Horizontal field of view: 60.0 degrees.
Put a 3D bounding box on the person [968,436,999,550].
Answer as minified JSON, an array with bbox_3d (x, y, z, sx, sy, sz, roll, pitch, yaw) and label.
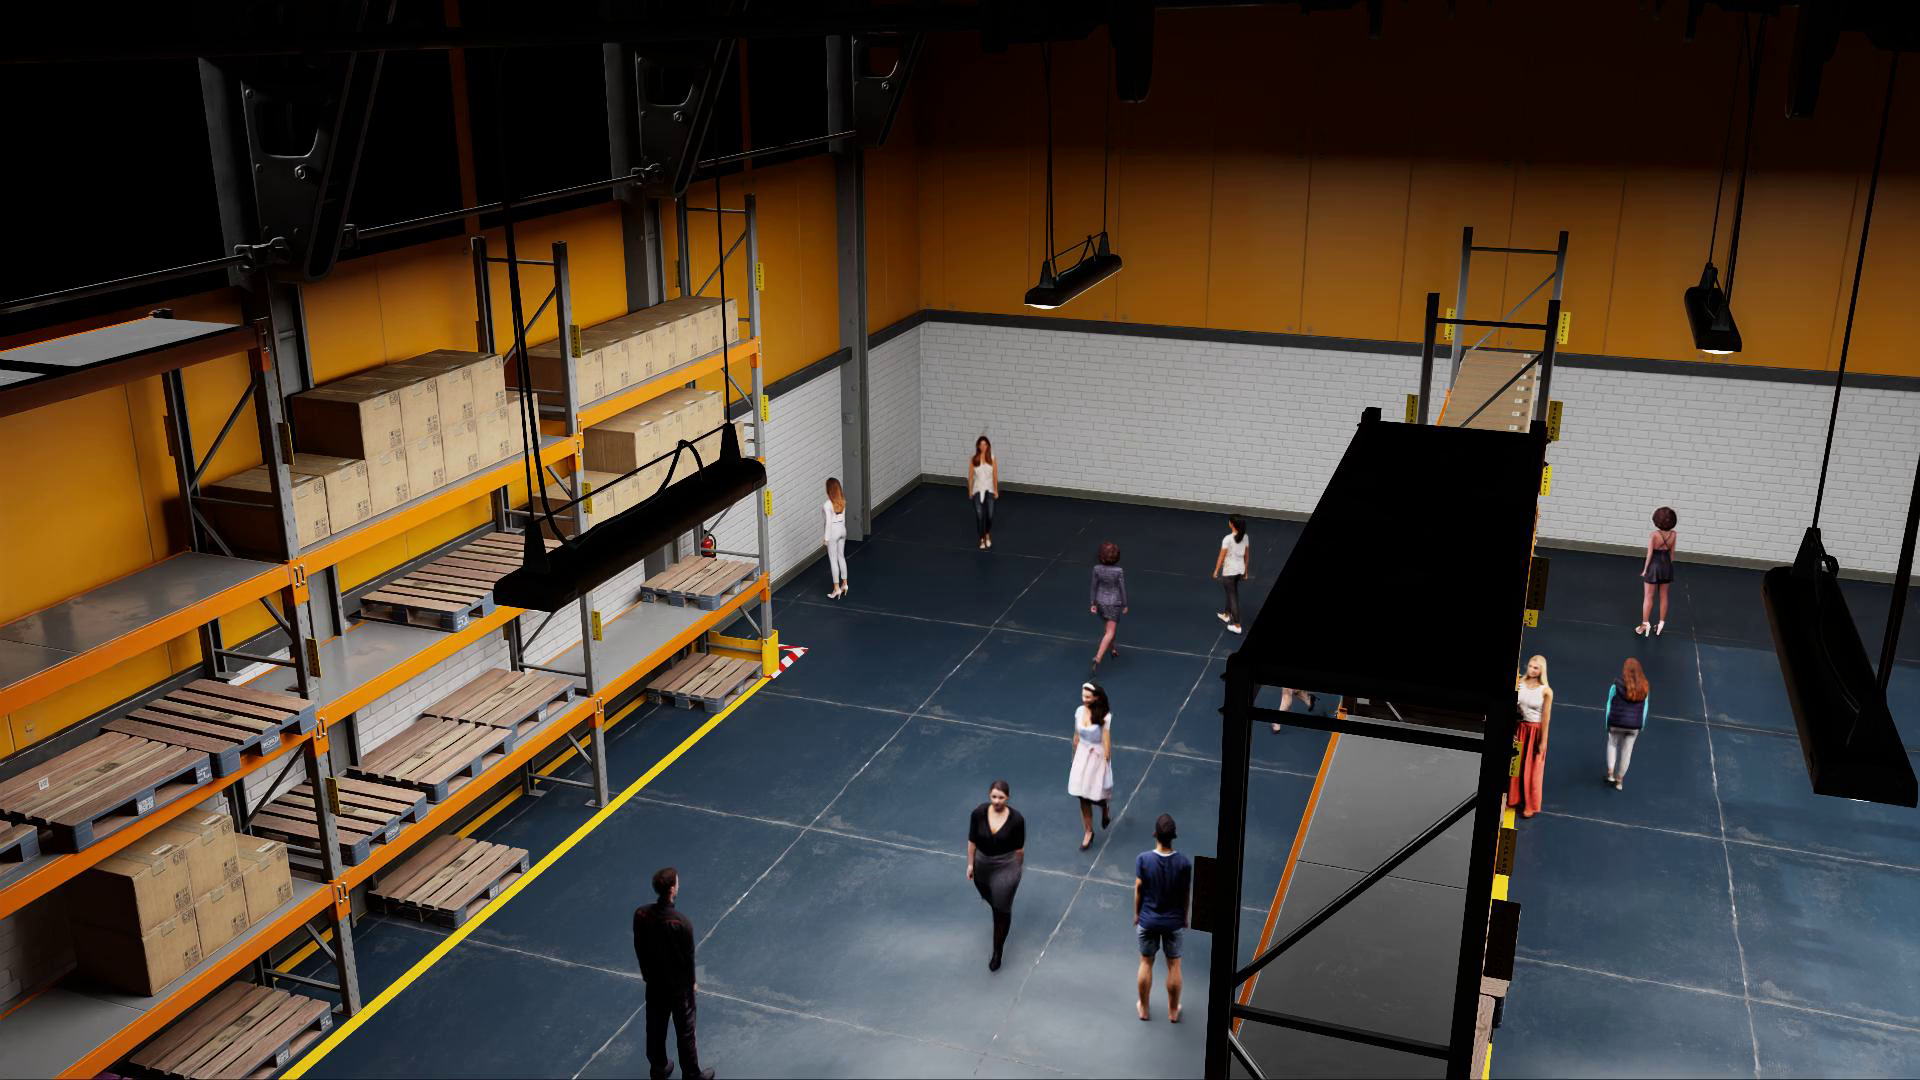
[{"bbox_3d":[0.366,-0.757,25.666,0.681,1.782,0.666,1,19,2],"label":"person"}]

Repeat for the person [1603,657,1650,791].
[{"bbox_3d":[7.181,2.004,17.927,0.558,1.489,0.585,6,20,17],"label":"person"}]

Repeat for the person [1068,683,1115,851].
[{"bbox_3d":[1.374,2.248,16.711,0.801,1.802,0.931,13,22,33],"label":"person"}]

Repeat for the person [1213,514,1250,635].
[{"bbox_3d":[3.724,0.472,22.276,0.879,1.616,0.896,-13,23,-34],"label":"person"}]

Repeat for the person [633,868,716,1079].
[{"bbox_3d":[-2.261,3.441,12.997,0.683,1.911,0.577,7,20,21],"label":"person"}]

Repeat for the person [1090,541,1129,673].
[{"bbox_3d":[1.848,0.882,20.982,0.789,1.664,1.108,13,22,33],"label":"person"}]

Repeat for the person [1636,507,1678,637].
[{"bbox_3d":[9.313,0.417,22.169,0.639,1.789,0.669,-3,19,-8],"label":"person"}]

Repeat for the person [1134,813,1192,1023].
[{"bbox_3d":[1.680,3.170,13.912,0.651,1.842,0.602,2,19,7],"label":"person"}]

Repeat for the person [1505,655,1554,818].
[{"bbox_3d":[5.943,2.027,17.371,0.756,1.799,0.731,-16,24,-39],"label":"person"}]

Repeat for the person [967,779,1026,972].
[{"bbox_3d":[0.331,2.908,14.874,0.654,1.723,1.098,6,20,18],"label":"person"}]

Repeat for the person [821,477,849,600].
[{"bbox_3d":[-1.766,-0.033,23.539,0.689,1.767,0.537,12,22,31],"label":"person"}]
